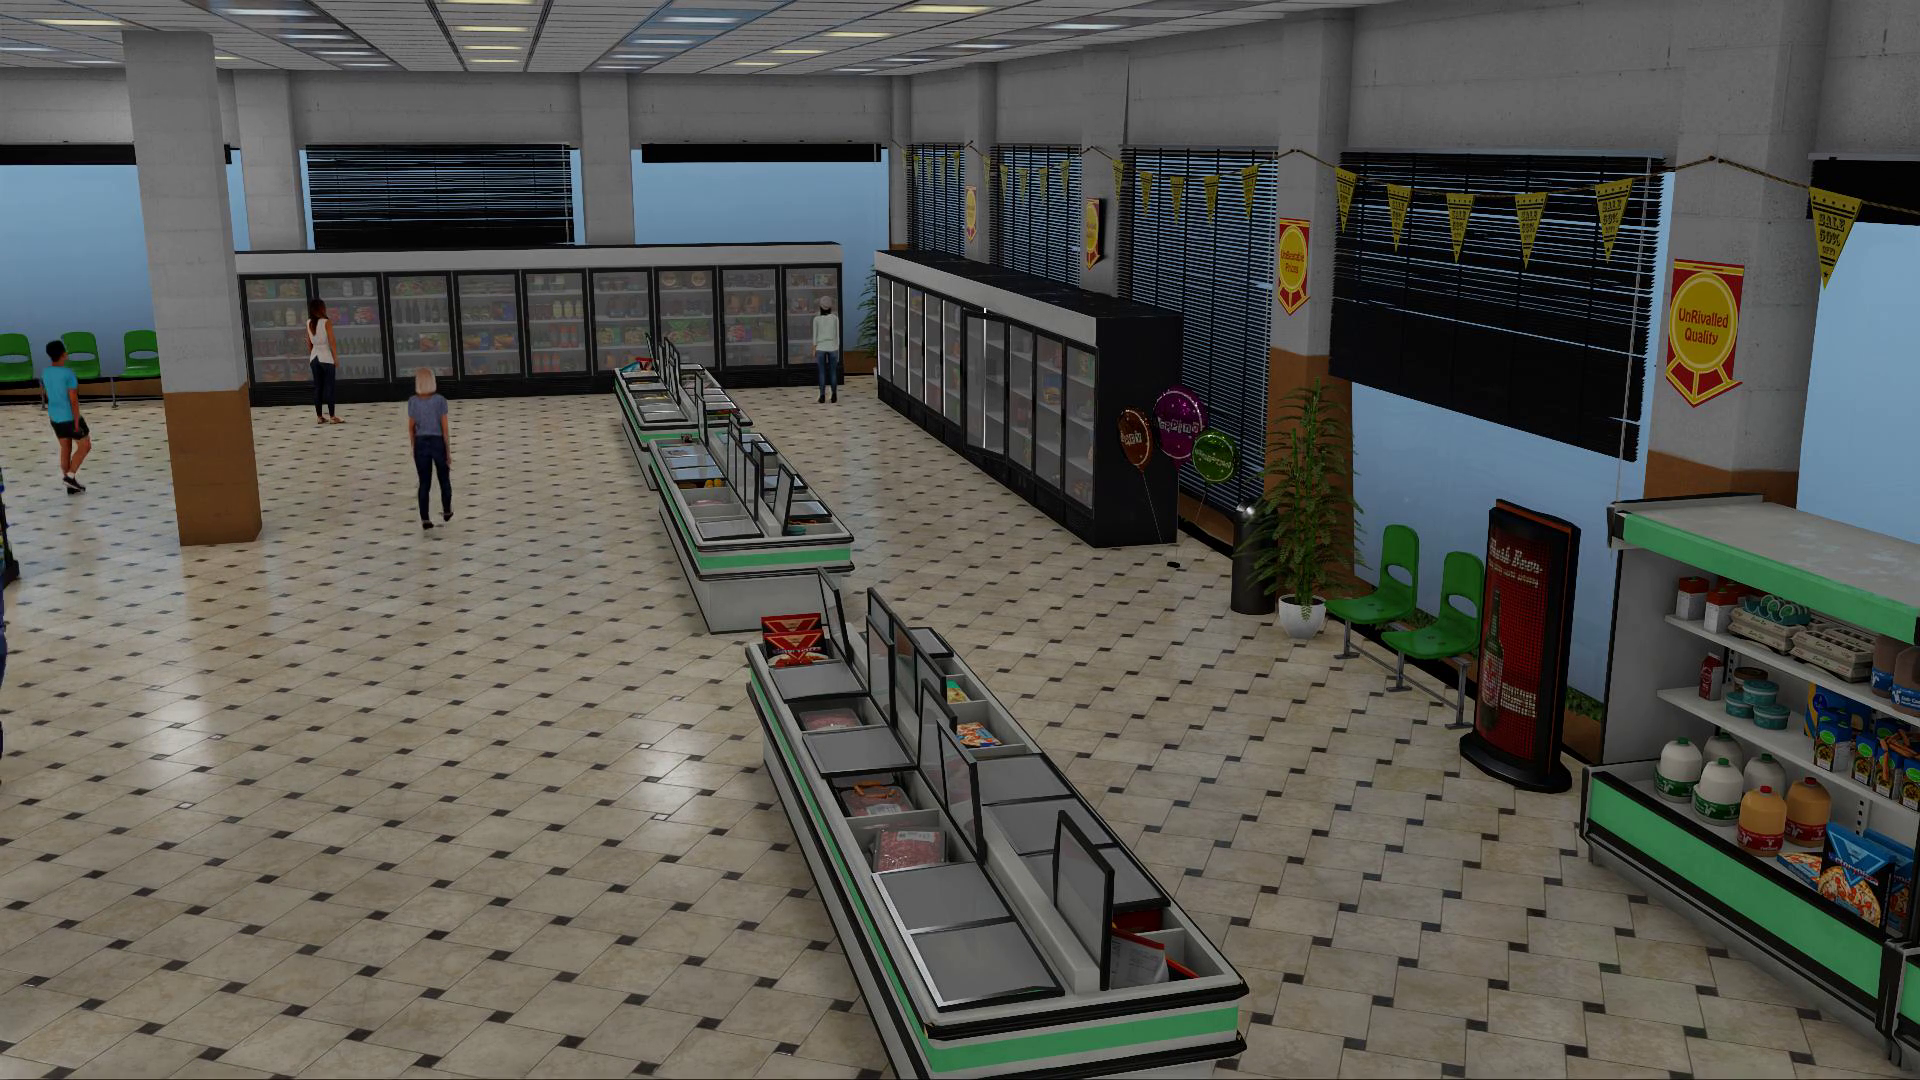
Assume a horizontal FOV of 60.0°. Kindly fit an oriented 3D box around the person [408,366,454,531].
[{"bbox_3d":[-5.484,-0.906,17.157,0.725,1.682,1.143,-1,14,-4],"label":"person"}]

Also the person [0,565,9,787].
[{"bbox_3d":[-6.106,0.690,10.306,0.786,1.810,0.906,-1,14,-4],"label":"person"}]

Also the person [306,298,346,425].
[{"bbox_3d":[-9.095,-2.547,23.711,0.676,1.782,0.685,4,14,14],"label":"person"}]

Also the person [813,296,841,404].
[{"bbox_3d":[-2.043,-2.944,25.635,0.577,1.647,0.524,-2,14,-8],"label":"person"}]

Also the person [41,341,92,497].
[{"bbox_3d":[-10.182,-1.350,18.816,0.757,1.762,0.801,3,14,12],"label":"person"}]
